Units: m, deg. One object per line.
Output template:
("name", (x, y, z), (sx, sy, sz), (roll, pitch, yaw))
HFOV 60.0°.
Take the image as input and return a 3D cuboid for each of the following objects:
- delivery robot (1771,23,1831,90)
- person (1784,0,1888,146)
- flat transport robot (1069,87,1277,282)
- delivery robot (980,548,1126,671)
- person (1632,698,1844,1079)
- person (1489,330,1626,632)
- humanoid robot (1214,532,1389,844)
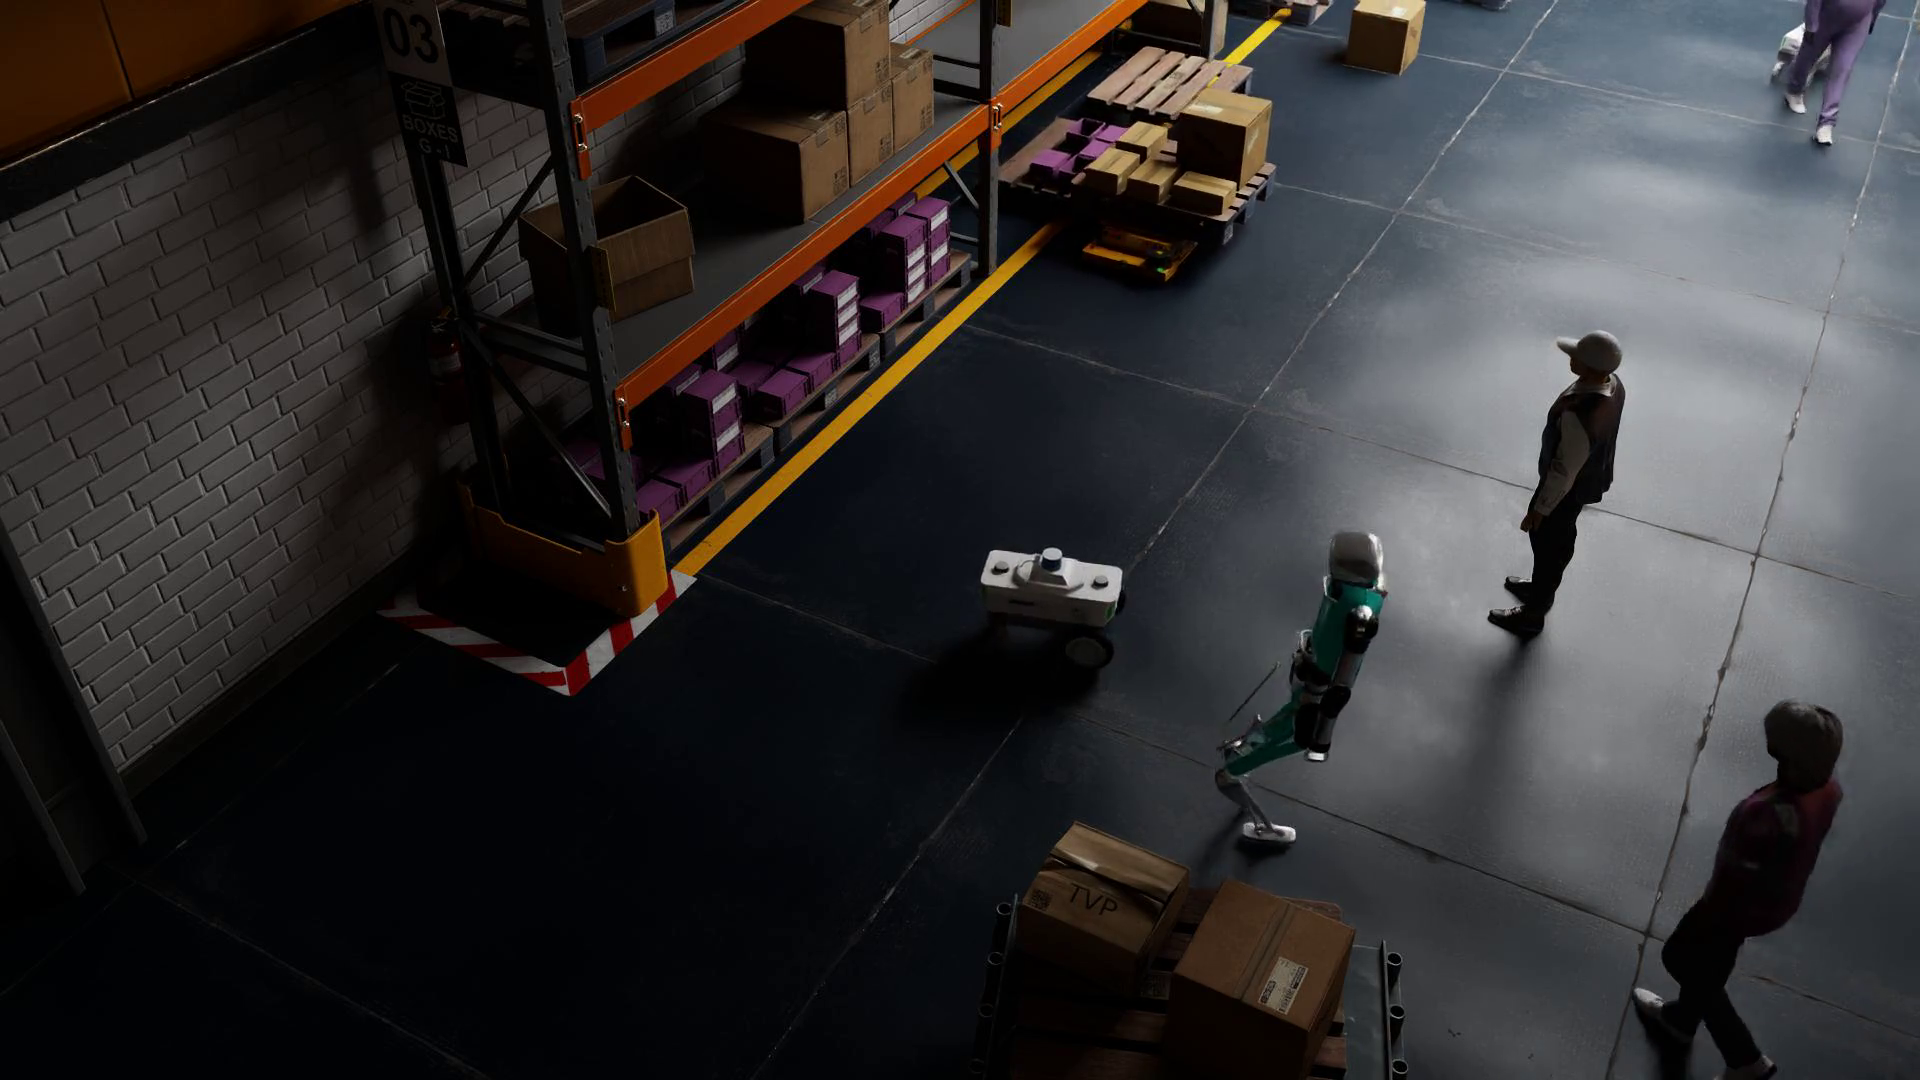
("delivery robot", (7.354, -4.244, 14.309), (0.809, 0.611, 0.499), (-31, 48, -33))
("person", (6.956, -4.125, 13.128), (0.645, 1.835, 1.042), (6, 39, 8))
("flat transport robot", (1.498, -2.339, 12.144), (0.659, 0.231, 1.431), (20, 43, 23))
("delivery robot", (0.500, 0.317, 8.606), (0.781, 0.610, 0.515), (8, 39, 10))
("person", (3.010, 1.379, 6.253), (0.521, 1.825, 0.566), (-22, 44, -25))
("person", (3.056, -0.294, 8.391), (0.420, 1.757, 0.750), (21, 43, 24))
("humanoid robot", (1.367, 0.737, 7.188), (0.743, 1.865, 0.534), (3, 39, 4))
